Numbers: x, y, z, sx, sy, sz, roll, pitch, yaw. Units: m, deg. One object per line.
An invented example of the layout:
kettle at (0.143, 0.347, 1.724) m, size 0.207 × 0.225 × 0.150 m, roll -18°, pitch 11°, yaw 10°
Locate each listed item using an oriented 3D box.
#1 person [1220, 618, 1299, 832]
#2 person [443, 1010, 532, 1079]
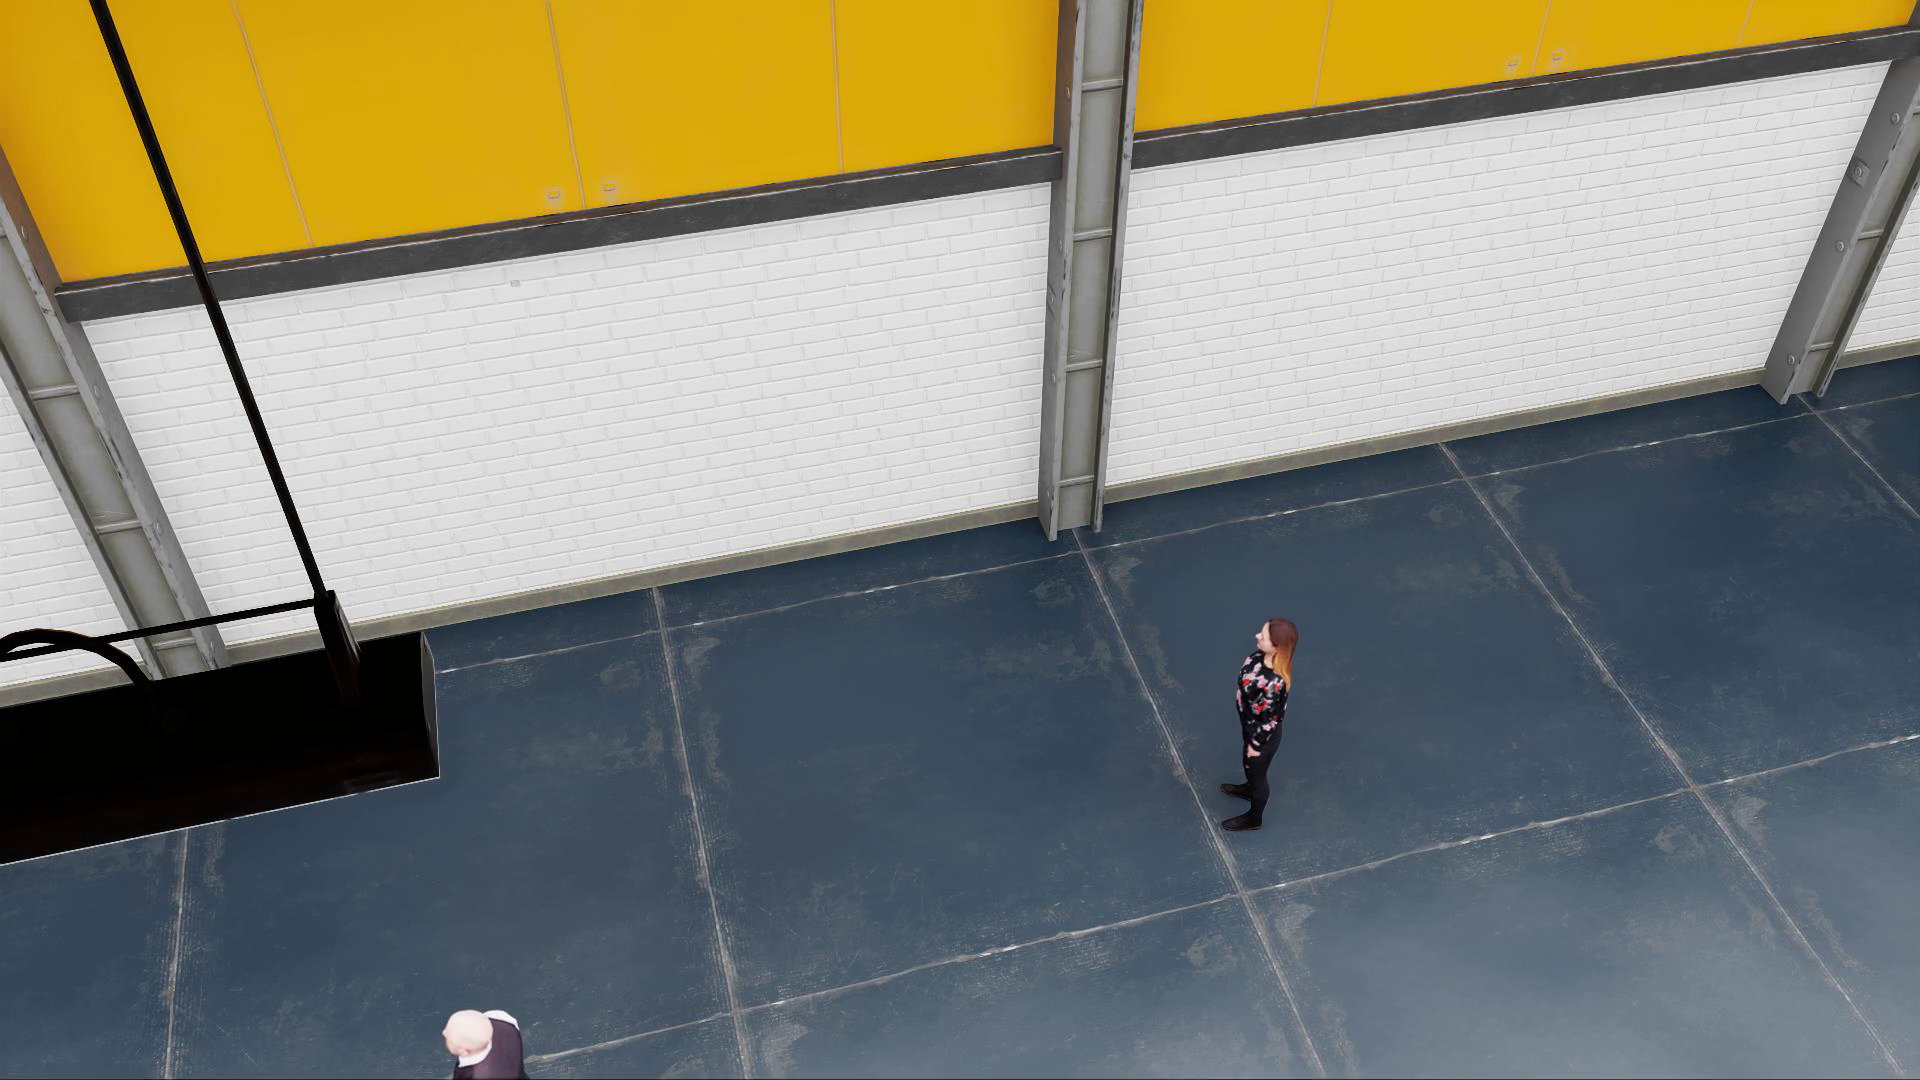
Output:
person at (1.741, 1.055, 9.593) m, size 0.616 × 1.682 × 0.640 m, roll 5°, pitch 44°, yaw 5°
person at (-2.120, 2.708, 7.754) m, size 0.675 × 1.824 × 0.739 m, roll -1°, pitch 44°, yaw -1°
